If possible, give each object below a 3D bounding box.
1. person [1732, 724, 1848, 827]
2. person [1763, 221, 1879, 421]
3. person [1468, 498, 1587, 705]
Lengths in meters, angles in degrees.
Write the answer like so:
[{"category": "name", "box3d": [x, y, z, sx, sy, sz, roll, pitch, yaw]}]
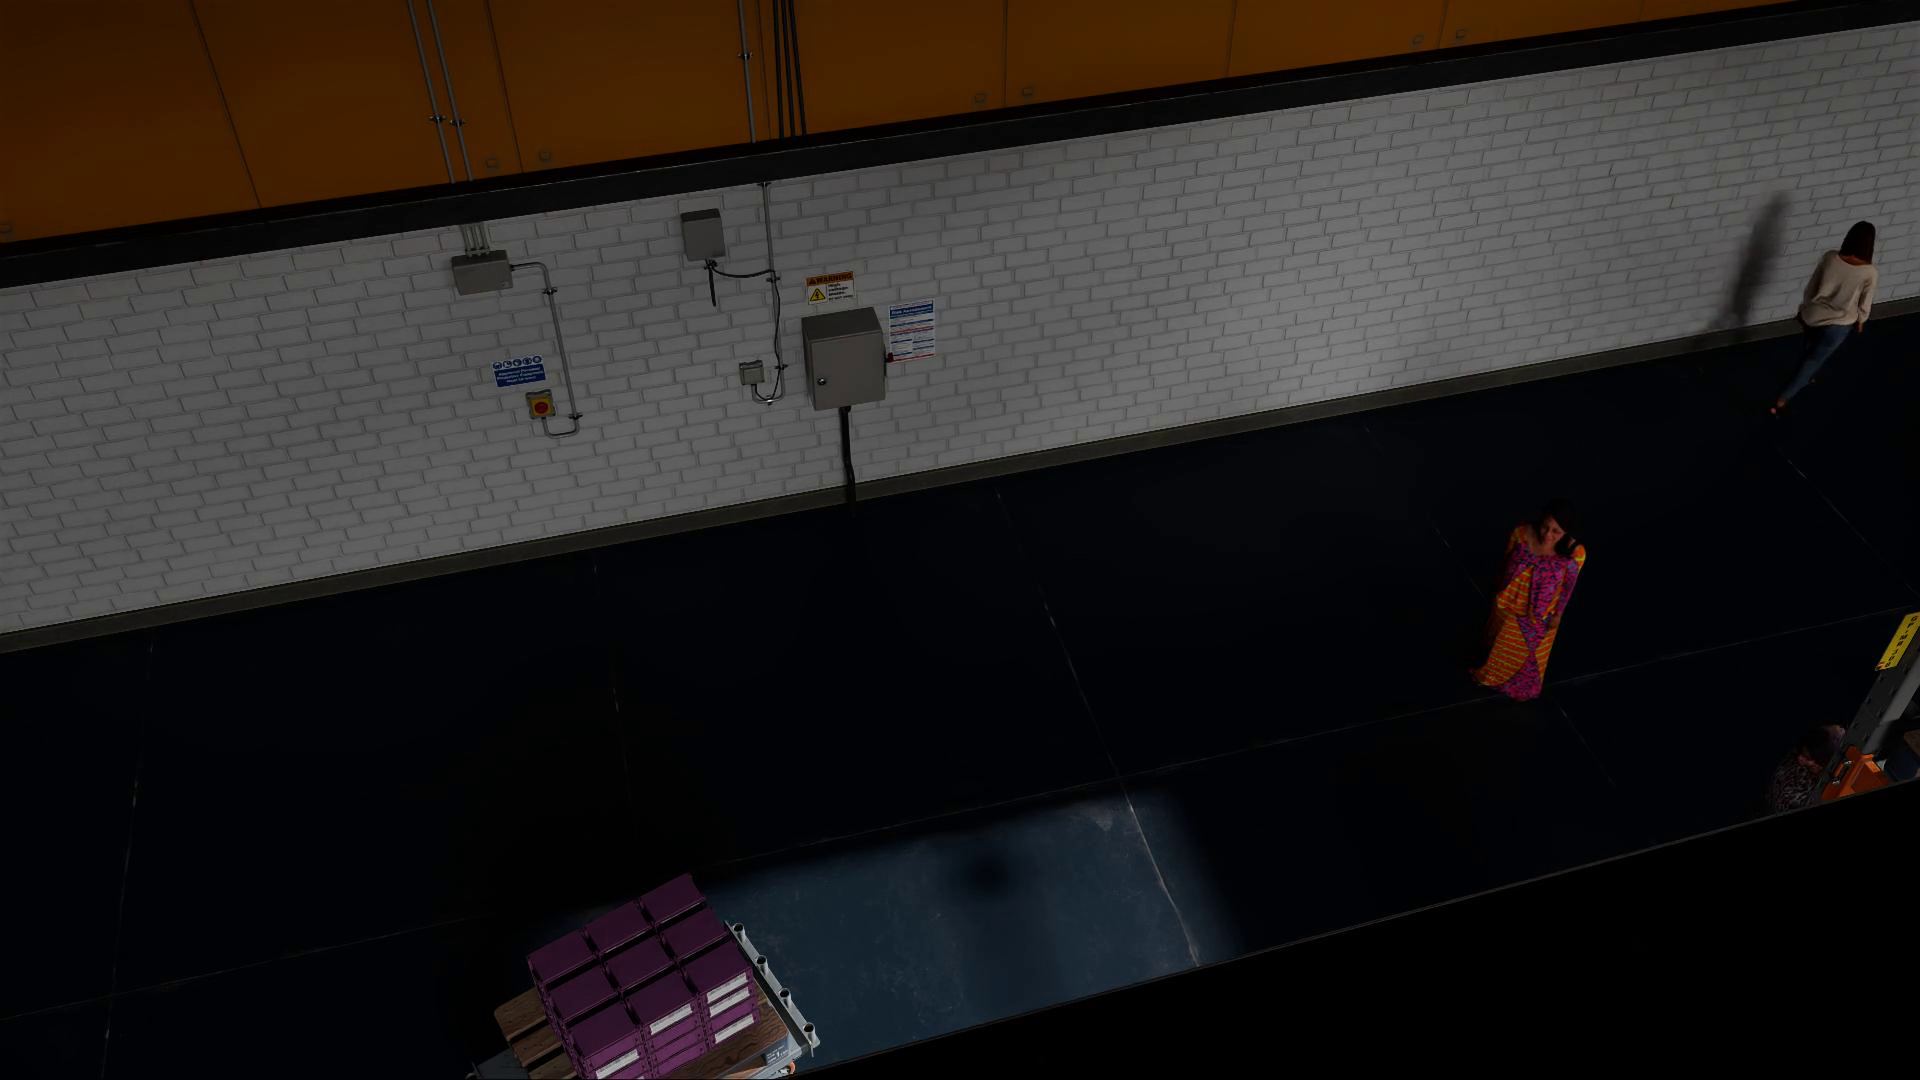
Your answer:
[{"category": "person", "box3d": [4.609, 1.609, 9.170, 0.737, 1.693, 0.850, -2, 44, -2]}, {"category": "person", "box3d": [6.524, -1.616, 12.594, 0.949, 1.640, 1.102, -27, 50, -26]}, {"category": "person", "box3d": [3.605, 0.359, 10.496, 0.786, 1.674, 0.855, 26, 49, 25]}]
